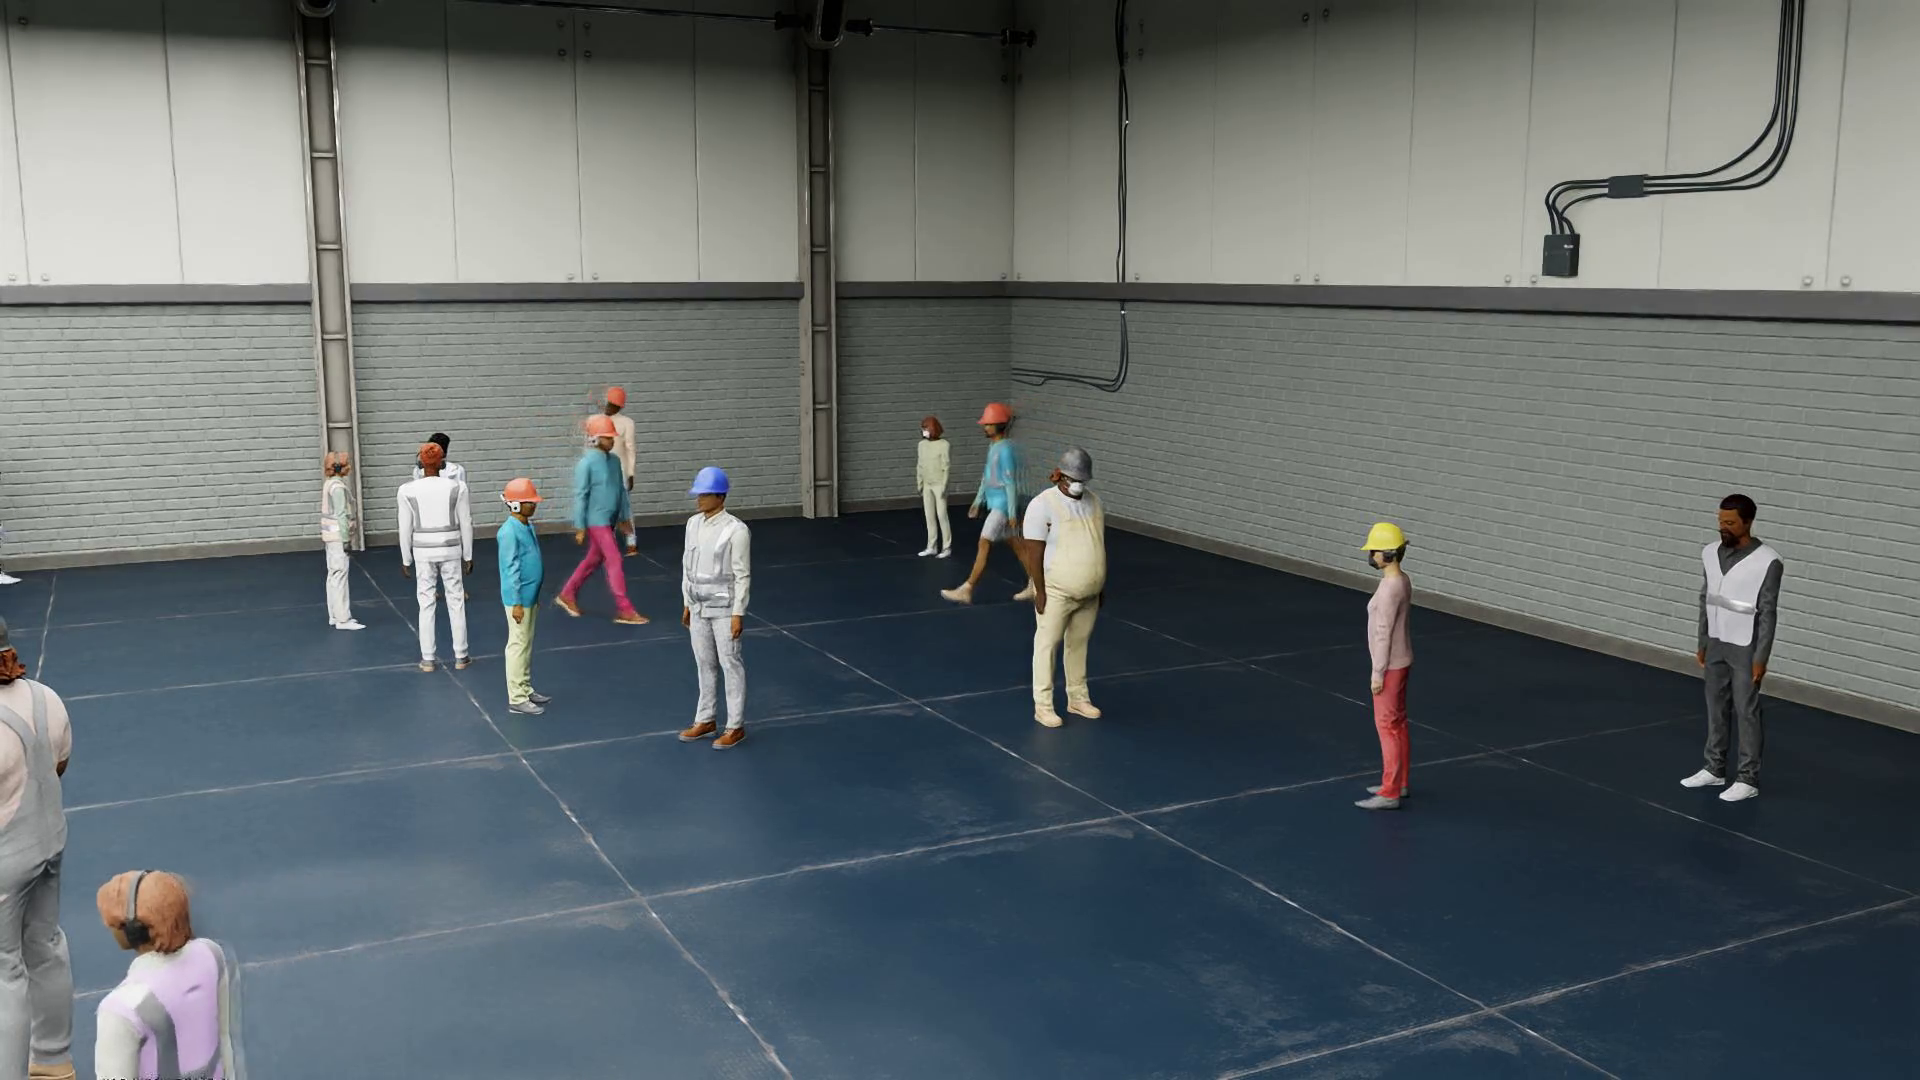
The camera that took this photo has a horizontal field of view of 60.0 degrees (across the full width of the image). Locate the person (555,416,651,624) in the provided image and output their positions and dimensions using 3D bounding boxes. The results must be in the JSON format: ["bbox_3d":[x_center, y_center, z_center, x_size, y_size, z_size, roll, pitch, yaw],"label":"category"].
[{"bbox_3d":[-3.401,-0.197,15.549,1.032,1.950,0.621,3,10,18],"label":"person"}]

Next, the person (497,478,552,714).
[{"bbox_3d":[-3.247,0.408,12.397,0.326,1.751,0.559,0,9,-3],"label":"person"}]

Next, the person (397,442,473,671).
[{"bbox_3d":[-4.289,0.140,13.649,0.573,1.883,0.355,-3,10,-16],"label":"person"}]

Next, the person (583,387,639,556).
[{"bbox_3d":[-3.989,-0.775,19.066,0.692,1.960,0.411,3,10,18],"label":"person"}]

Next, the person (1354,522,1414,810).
[{"bbox_3d":[2.601,0.765,10.189,0.334,1.760,0.528,4,10,24],"label":"person"}]

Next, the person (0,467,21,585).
[{"bbox_3d":[-10.213,-0.471,17.384,0.664,1.902,0.436,9,13,44],"label":"person"}]

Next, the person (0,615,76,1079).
[{"bbox_3d":[-3.764,1.236,6.411,0.537,2.000,0.678,0,9,2],"label":"person"}]

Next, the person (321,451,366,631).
[{"bbox_3d":[-5.678,0.004,15.228,0.313,1.642,0.513,-5,11,-30],"label":"person"}]

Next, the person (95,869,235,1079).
[{"bbox_3d":[-2.199,1.721,4.767,0.742,1.611,0.515,1,9,6],"label":"person"}]

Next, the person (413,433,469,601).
[{"bbox_3d":[-5.125,-0.215,16.440,0.536,1.692,0.320,1,9,3],"label":"person"}]

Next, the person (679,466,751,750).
[{"bbox_3d":[-1.690,0.459,11.476,0.605,1.951,0.380,7,12,37],"label":"person"}]

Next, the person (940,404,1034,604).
[{"bbox_3d":[0.365,-0.349,16.384,1.075,1.986,0.622,-1,9,-6],"label":"person"}]

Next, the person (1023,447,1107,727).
[{"bbox_3d":[0.818,0.321,12.053,0.675,2.000,0.537,-7,11,-36],"label":"person"}]

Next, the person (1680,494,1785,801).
[{"bbox_3d":[4.841,0.659,10.382,0.394,1.910,0.581,-3,10,-20],"label":"person"}]

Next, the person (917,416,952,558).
[{"bbox_3d":[-0.295,-0.608,19.063,0.516,1.624,0.313,8,12,41],"label":"person"}]
